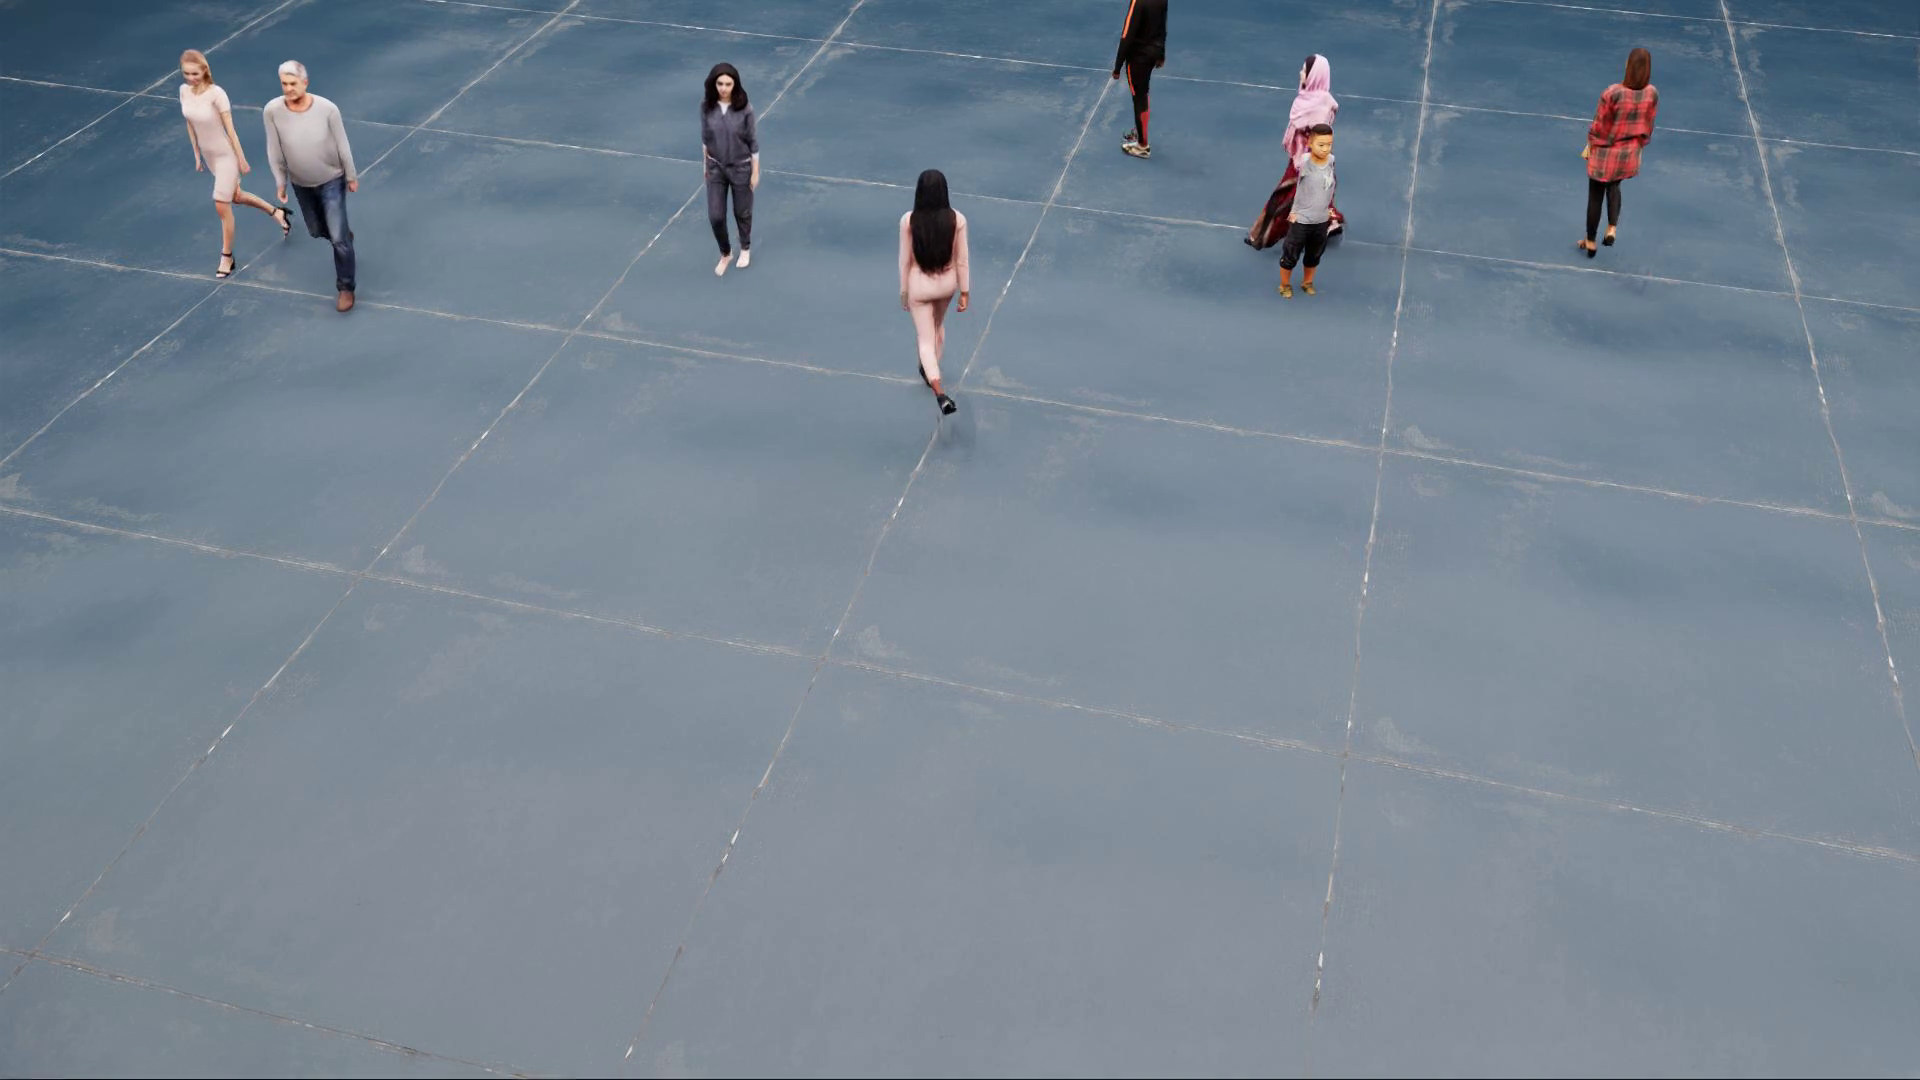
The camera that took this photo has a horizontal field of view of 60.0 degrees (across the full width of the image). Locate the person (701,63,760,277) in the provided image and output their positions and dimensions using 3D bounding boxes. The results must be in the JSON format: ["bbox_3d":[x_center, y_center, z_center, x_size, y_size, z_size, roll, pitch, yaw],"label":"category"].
[{"bbox_3d":[-1.762,-2.899,12.856,0.678,1.732,0.740,3,38,4],"label":"person"}]

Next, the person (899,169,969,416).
[{"bbox_3d":[-0.169,-1.619,11.263,0.970,1.680,1.200,-7,39,-9],"label":"person"}]

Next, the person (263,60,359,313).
[{"bbox_3d":[-4.816,-2.730,12.520,0.932,1.881,1.232,-1,38,-1],"label":"person"}]

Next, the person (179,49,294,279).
[{"bbox_3d":[-5.660,-2.982,12.920,0.719,1.784,1.133,17,41,20],"label":"person"}]

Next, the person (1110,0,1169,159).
[{"bbox_3d":[1.658,-4.174,14.430,0.837,1.802,0.724,29,46,32],"label":"person"}]

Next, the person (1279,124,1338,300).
[{"bbox_3d":[2.659,-2.532,12.614,0.630,1.453,0.648,-10,39,-12],"label":"person"}]

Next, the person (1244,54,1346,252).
[{"bbox_3d":[2.806,-3.034,13.137,0.920,1.599,1.086,-2,38,-3],"label":"person"}]

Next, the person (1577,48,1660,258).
[{"bbox_3d":[5.143,-2.972,12.983,0.717,1.691,0.745,-5,38,-6],"label":"person"}]
